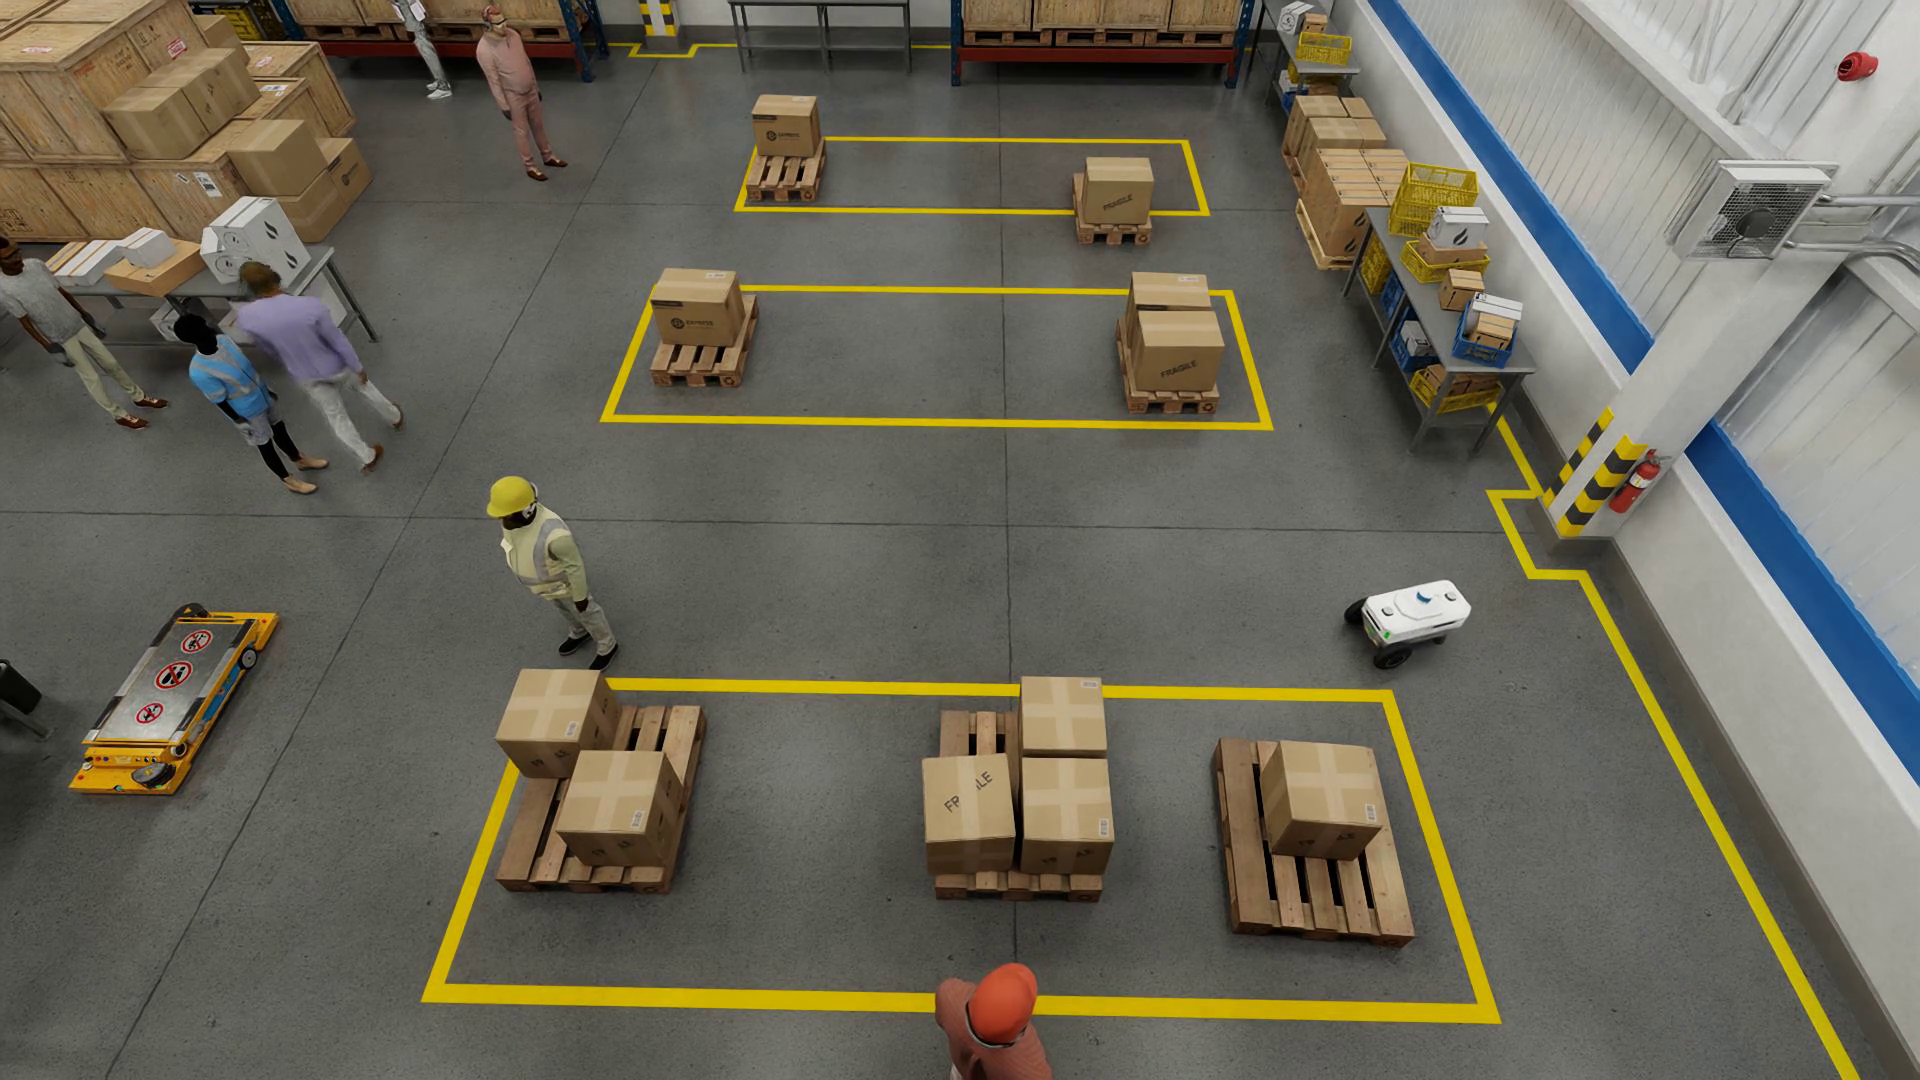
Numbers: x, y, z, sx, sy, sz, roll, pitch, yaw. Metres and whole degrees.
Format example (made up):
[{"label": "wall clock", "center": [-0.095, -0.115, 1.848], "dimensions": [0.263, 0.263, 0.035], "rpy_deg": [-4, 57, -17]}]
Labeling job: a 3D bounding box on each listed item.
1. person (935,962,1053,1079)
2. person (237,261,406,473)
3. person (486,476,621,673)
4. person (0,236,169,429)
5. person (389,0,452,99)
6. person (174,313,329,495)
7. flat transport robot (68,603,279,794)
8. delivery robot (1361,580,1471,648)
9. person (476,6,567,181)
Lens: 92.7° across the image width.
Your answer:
[{"label": "person", "center": [0.163, 2.374, 4.218], "dimensions": [0.612, 1.997, 0.375], "rpy_deg": [31, 56, 23]}, {"label": "person", "center": [-5.253, -1.494, 7.549], "dimensions": [0.647, 1.902, 0.831], "rpy_deg": [-16, 52, -13]}, {"label": "person", "center": [-2.719, 0.242, 6.126], "dimensions": [0.590, 1.837, 0.404], "rpy_deg": [26, 55, 21]}, {"label": "person", "center": [-7.572, -1.748, 7.801], "dimensions": [0.316, 1.854, 0.516], "rpy_deg": [5, 50, 4]}, {"label": "person", "center": [-7.240, -6.873, 12.097], "dimensions": [0.391, 1.915, 0.587], "rpy_deg": [-15, 51, -13]}, {"label": "person", "center": [-5.673, -1.081, 7.336], "dimensions": [0.316, 1.696, 0.540], "rpy_deg": [-4, 50, -3]}, {"label": "flat transport robot", "center": [-5.504, 1.072, 6.442], "dimensions": [0.652, 0.197, 1.431], "rpy_deg": [1, 50, 1]}, {"label": "delivery robot", "center": [3.303, 0.526, 6.660], "dimensions": [0.707, 0.478, 0.477], "rpy_deg": [-12, 51, -10]}, {"label": "person", "center": [-5.125, -5.175, 10.670], "dimensions": [0.401, 1.900, 0.639], "rpy_deg": [19, 52, 15]}]
